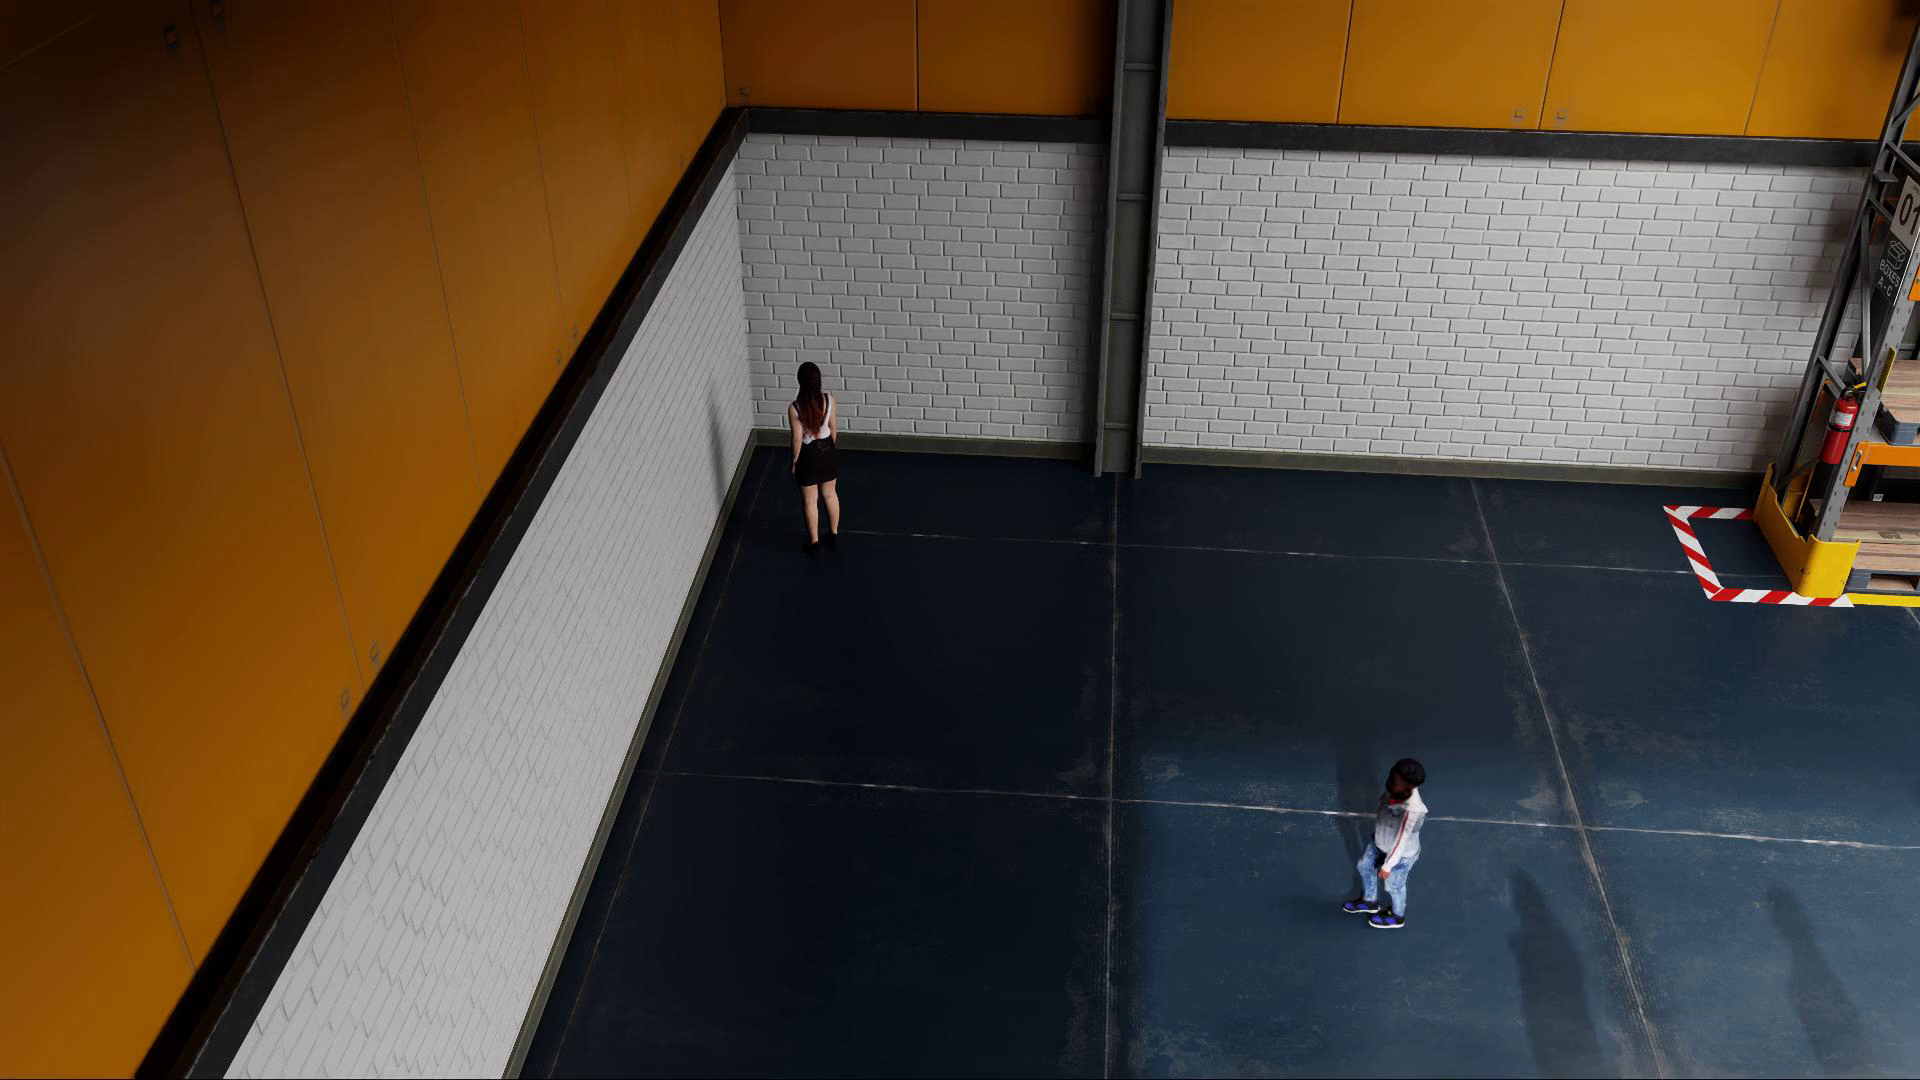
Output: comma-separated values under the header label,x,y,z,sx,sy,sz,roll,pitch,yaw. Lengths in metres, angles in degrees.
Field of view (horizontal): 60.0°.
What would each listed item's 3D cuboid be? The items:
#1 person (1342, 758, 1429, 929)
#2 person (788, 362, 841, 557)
label,x,y,z,sx,sy,sz,roll,pitch,yaw
person,2.569,1.751,9.605,0.596,1.249,0.543,-2,34,-4
person,-1.120,-0.628,12.822,0.618,1.649,0.694,-20,39,-28
